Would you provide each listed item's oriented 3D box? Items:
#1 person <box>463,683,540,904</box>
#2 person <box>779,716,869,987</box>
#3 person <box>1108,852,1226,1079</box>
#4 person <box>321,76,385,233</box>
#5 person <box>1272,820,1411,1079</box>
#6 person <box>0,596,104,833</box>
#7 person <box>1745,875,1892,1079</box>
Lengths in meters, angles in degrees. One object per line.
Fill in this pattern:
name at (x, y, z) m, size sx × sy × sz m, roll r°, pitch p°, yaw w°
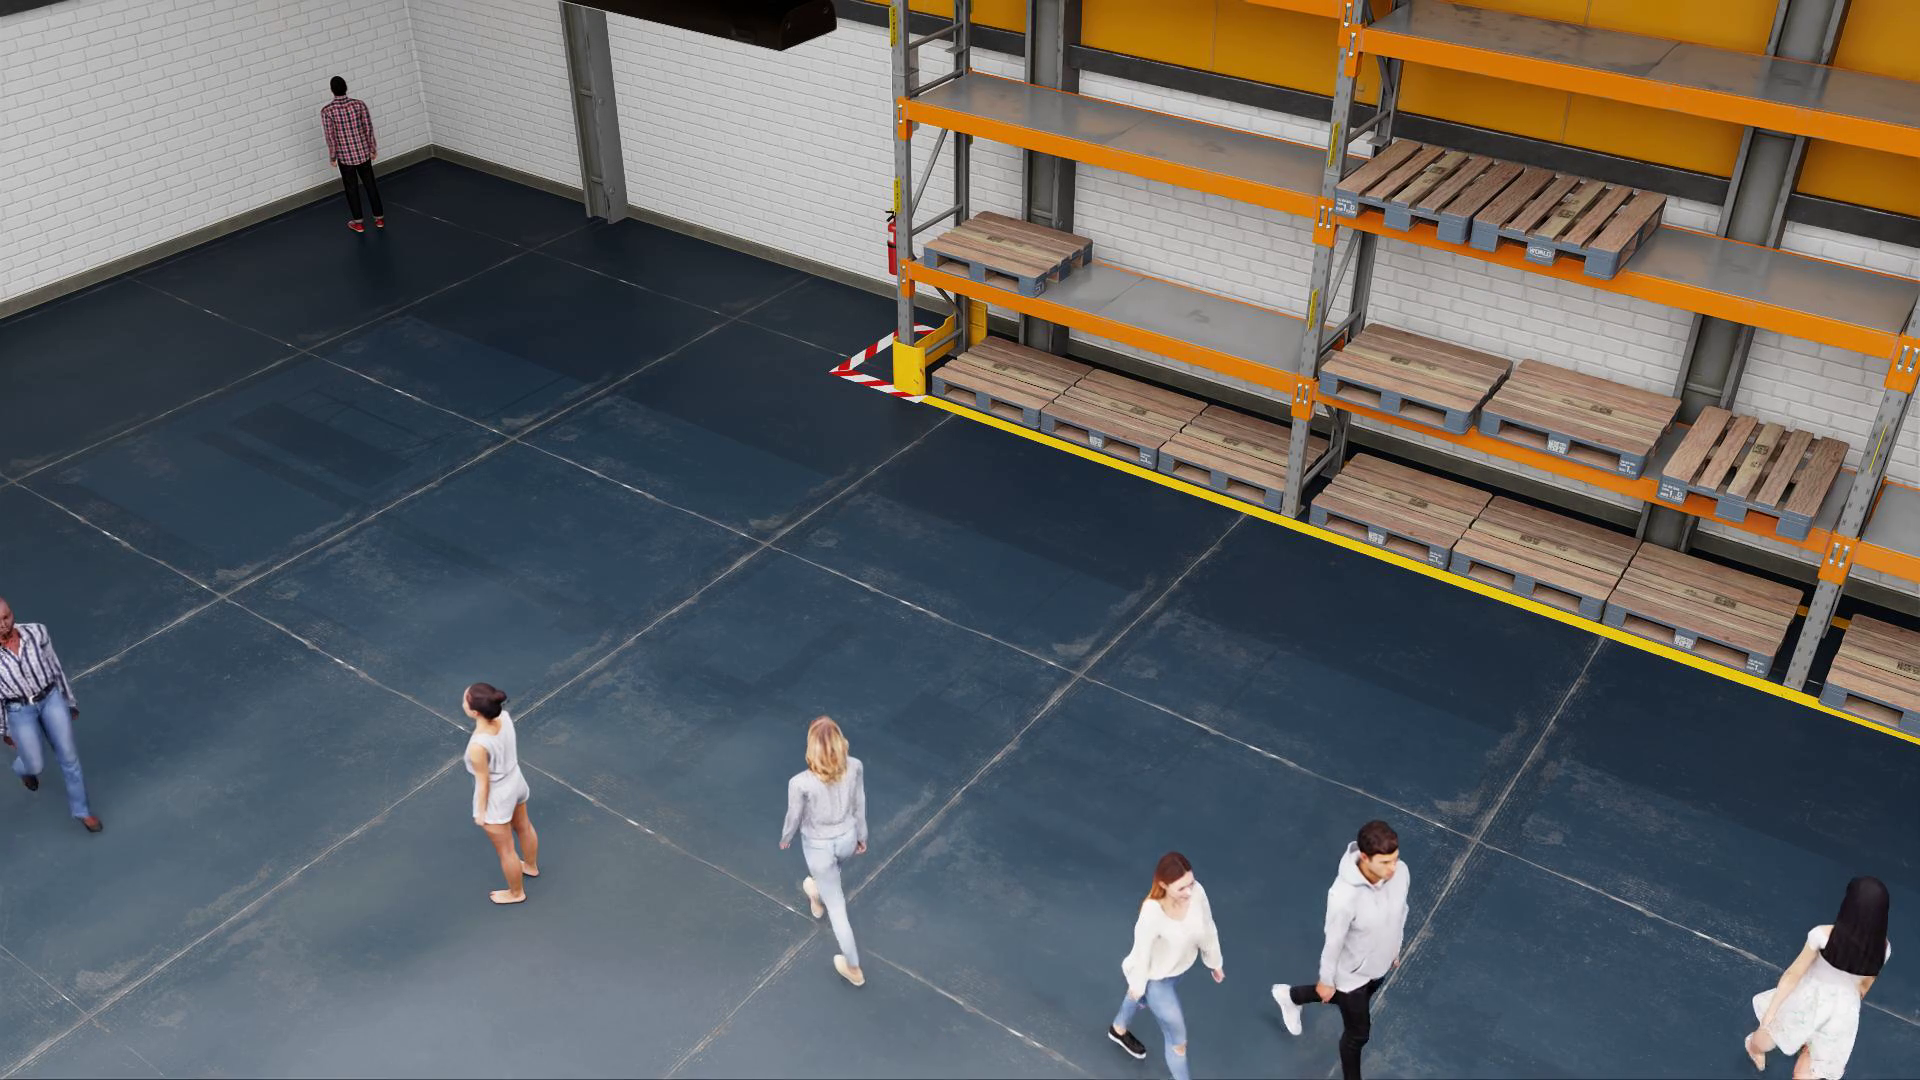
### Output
person at (-2.749, 1.497, 9.949) m, size 0.667 × 1.604 × 0.645 m, roll 7°, pitch 34°, yaw 10°
person at (-0.693, 1.797, 9.359) m, size 0.937 × 1.757 × 1.166 m, roll -17°, pitch 37°, yaw -24°
person at (1.024, 2.246, 8.788) m, size 0.804 × 1.642 × 1.155 m, roll -26°, pitch 42°, yaw -34°
person at (-6.773, -4.317, 18.555) m, size 0.769 × 1.761 × 0.737 m, roll -21°, pitch 39°, yaw -29°
person at (2.016, 2.149, 8.699) m, size 0.928 × 1.901 × 1.242 m, roll -22°, pitch 40°, yaw -30°
person at (-5.837, 1.067, 10.435) m, size 0.907 × 1.781 × 0.664 m, roll 24°, pitch 40°, yaw 31°
person at (4.308, 2.494, 8.340) m, size 1.127 × 1.725 × 0.920 m, roll 7°, pitch 34°, yaw 11°
